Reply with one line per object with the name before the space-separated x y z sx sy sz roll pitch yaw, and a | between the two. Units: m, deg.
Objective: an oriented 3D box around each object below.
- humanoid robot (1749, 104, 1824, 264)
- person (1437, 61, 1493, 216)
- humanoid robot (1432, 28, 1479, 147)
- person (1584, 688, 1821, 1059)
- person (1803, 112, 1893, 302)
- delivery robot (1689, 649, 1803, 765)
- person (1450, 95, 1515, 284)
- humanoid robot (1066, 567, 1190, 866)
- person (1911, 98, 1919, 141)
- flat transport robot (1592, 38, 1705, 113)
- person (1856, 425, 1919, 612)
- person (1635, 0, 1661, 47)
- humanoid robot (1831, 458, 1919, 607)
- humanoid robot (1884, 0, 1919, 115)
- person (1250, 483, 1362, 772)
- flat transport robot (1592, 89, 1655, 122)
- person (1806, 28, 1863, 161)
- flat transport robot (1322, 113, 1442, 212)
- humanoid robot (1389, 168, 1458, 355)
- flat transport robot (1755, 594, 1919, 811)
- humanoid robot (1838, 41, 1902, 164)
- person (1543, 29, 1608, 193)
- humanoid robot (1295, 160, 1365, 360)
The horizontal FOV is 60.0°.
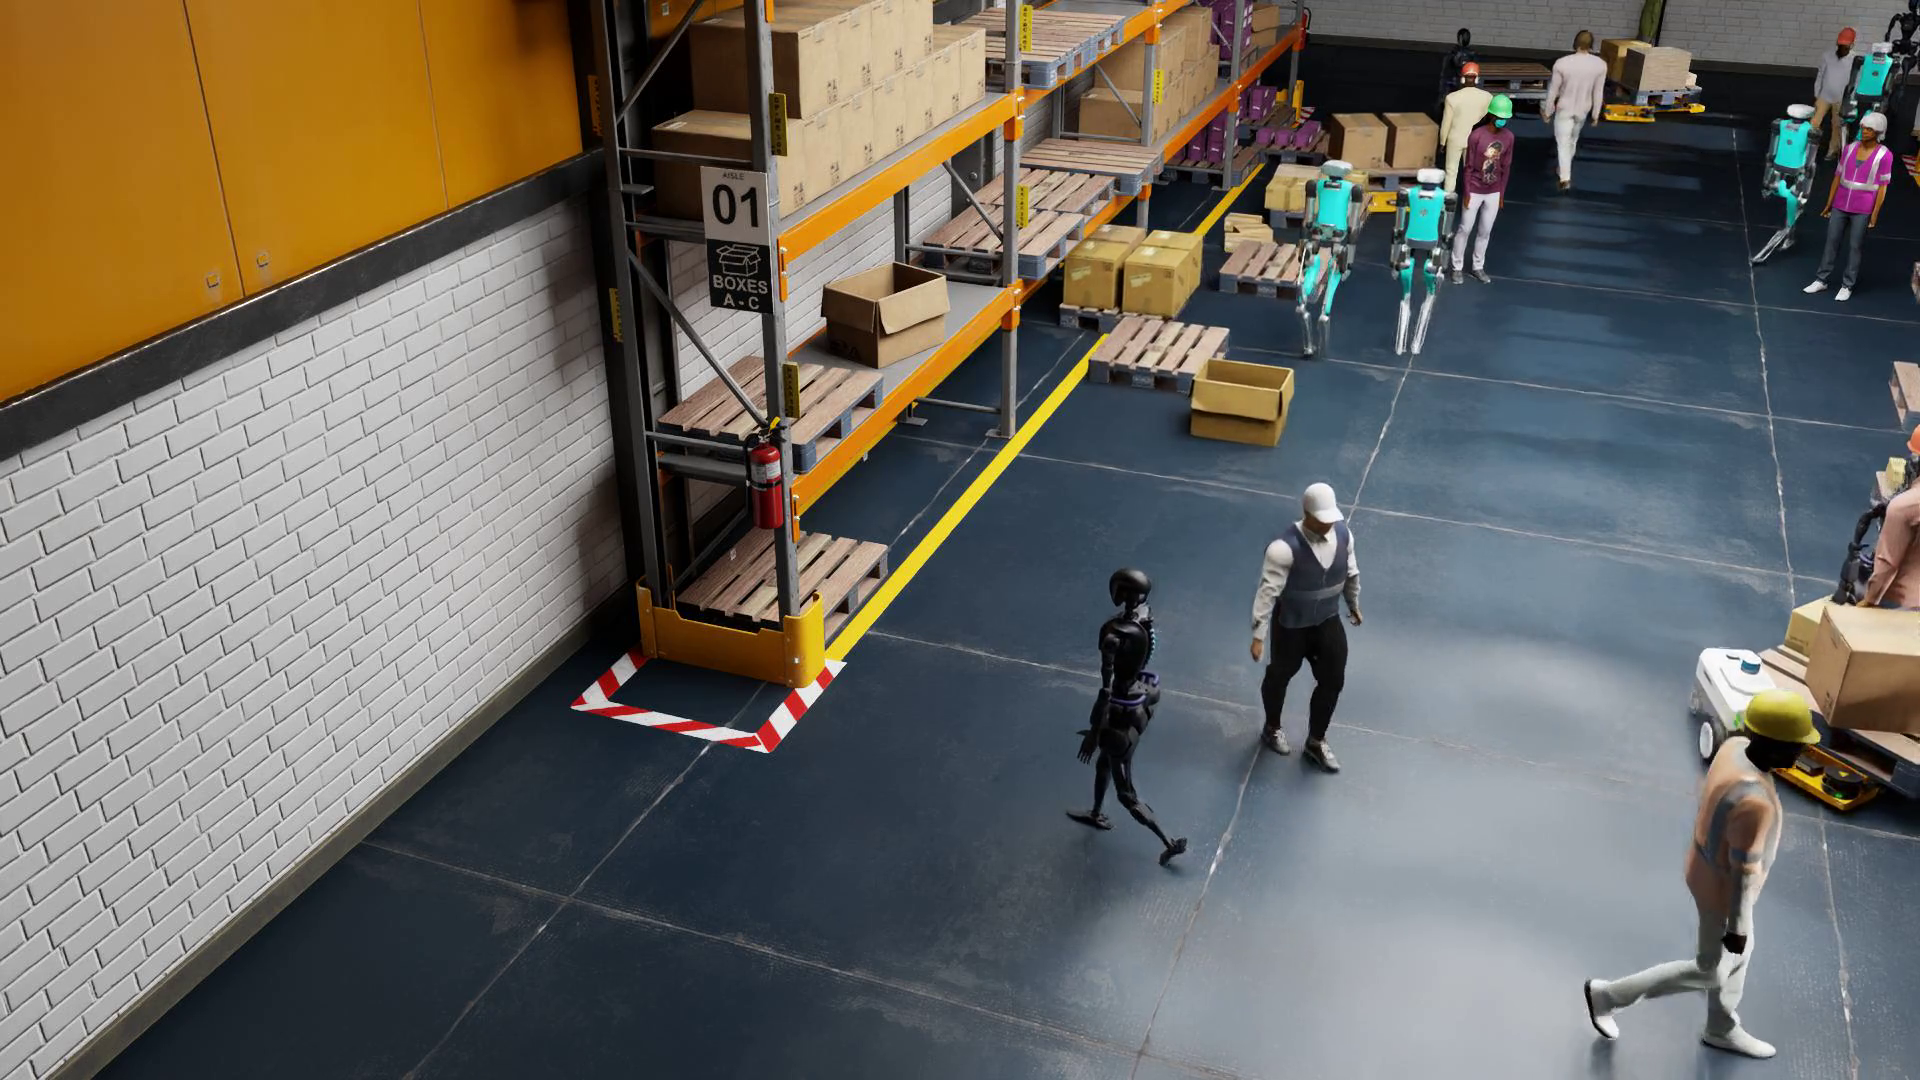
humanoid robot | 8.761 -3.716 17.412 1.058 1.744 0.556 -18 32 -31
person | 5.742 -4.573 19.010 0.560 1.741 0.339 -1 27 -2
humanoid robot | 6.380 -5.821 21.578 0.594 1.633 0.775 -8 28 -16
person | 3.256 1.450 7.156 0.778 1.905 0.591 9 29 17
person | 8.807 -3.287 16.402 0.328 1.846 0.528 -20 34 -34
delivery robot | 4.514 0.942 9.601 0.499 0.585 0.784 2 27 4
person | 5.294 -3.532 16.792 0.480 1.935 0.450 -3 27 -6
humanoid robot | 0.900 0.889 8.545 0.725 1.648 0.588 14 30 25
person | 13.112 -6.272 22.201 0.429 1.844 0.620 7 28 14
flat transport robot | 9.907 -6.303 23.977 1.431 0.231 0.659 -4 28 -8
person | 5.292 0.259 9.370 0.610 1.991 0.389 -13 30 -23
person | 10.260 -7.543 24.889 0.281 1.632 0.504 1 27 1
humanoid robot | 5.426 0.232 9.773 0.584 1.633 0.513 -2 27 -4
humanoid robot | 13.324 -6.859 23.542 0.598 1.630 0.714 20 33 34
person | 1.942 0.489 9.197 0.783 1.732 0.675 -9 29 -17
flat transport robot | 9.498 -6.239 23.853 0.659 0.231 1.431 5 28 9
person | 11.067 -5.625 21.097 0.916 1.697 0.562 -22 35 -36
flat transport robot | 5.014 -4.196 19.890 0.659 0.231 1.431 -1 27 -1
humanoid robot | 4.176 -2.531 15.051 0.536 1.789 0.691 10 29 19
flat transport robot | 5.247 1.120 9.577 1.431 0.231 0.659 -15 31 -27
humanoid robot | 11.067 -5.276 20.429 0.538 1.747 1.024 9 29 18
person | 7.372 -5.156 19.985 0.635 1.892 1.011 2 27 3
humanoid robot | 3.220 -2.420 14.935 0.532 1.852 0.781 15 31 26
